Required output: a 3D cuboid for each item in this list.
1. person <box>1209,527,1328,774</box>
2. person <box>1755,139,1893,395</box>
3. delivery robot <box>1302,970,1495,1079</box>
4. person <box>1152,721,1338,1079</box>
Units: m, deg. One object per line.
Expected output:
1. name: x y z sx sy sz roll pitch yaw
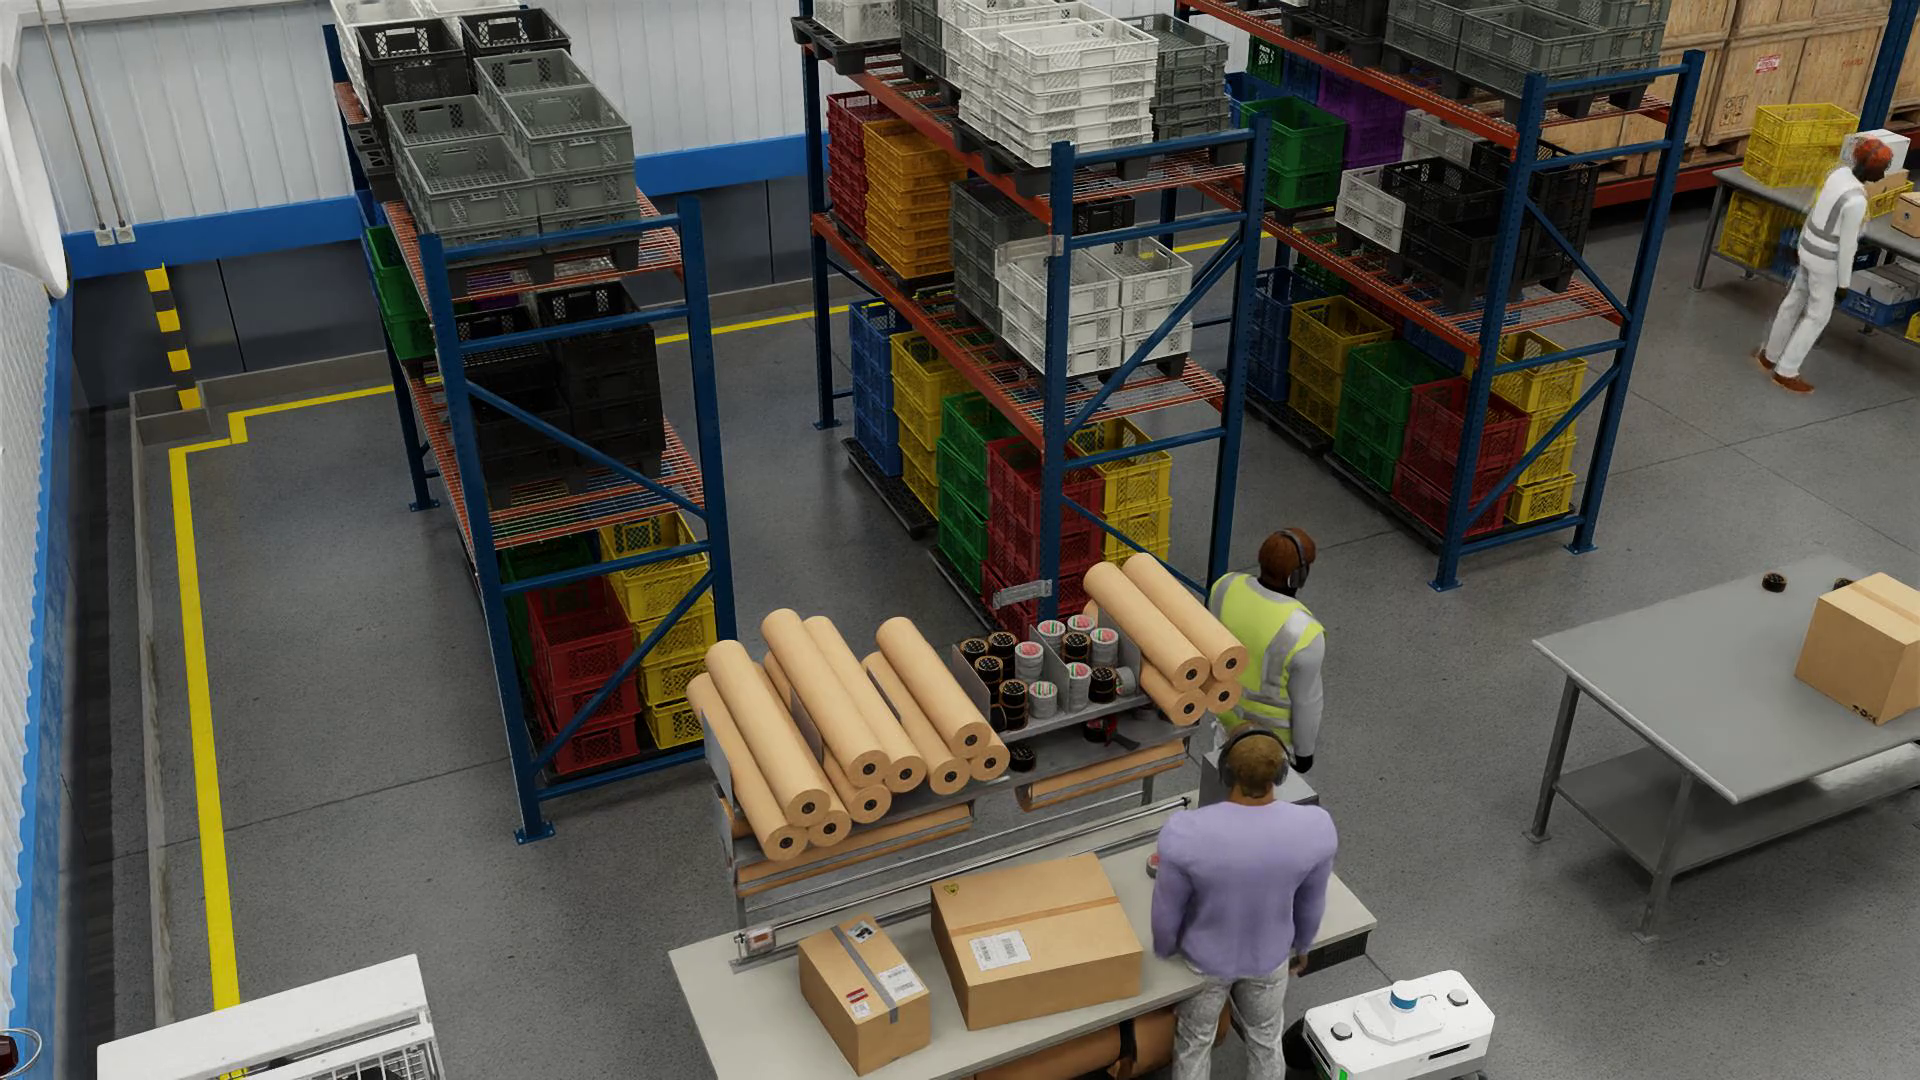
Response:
1. person: 1.322 0.760 7.235 0.430 1.836 0.630 -20 37 -29
2. person: 6.016 -1.958 11.634 0.357 1.862 0.745 3 32 4
3. delivery robot: 1.702 1.920 6.471 0.707 0.478 0.477 -10 33 -16
4. person: 0.988 1.470 5.995 0.625 1.931 0.373 -3 32 -5
